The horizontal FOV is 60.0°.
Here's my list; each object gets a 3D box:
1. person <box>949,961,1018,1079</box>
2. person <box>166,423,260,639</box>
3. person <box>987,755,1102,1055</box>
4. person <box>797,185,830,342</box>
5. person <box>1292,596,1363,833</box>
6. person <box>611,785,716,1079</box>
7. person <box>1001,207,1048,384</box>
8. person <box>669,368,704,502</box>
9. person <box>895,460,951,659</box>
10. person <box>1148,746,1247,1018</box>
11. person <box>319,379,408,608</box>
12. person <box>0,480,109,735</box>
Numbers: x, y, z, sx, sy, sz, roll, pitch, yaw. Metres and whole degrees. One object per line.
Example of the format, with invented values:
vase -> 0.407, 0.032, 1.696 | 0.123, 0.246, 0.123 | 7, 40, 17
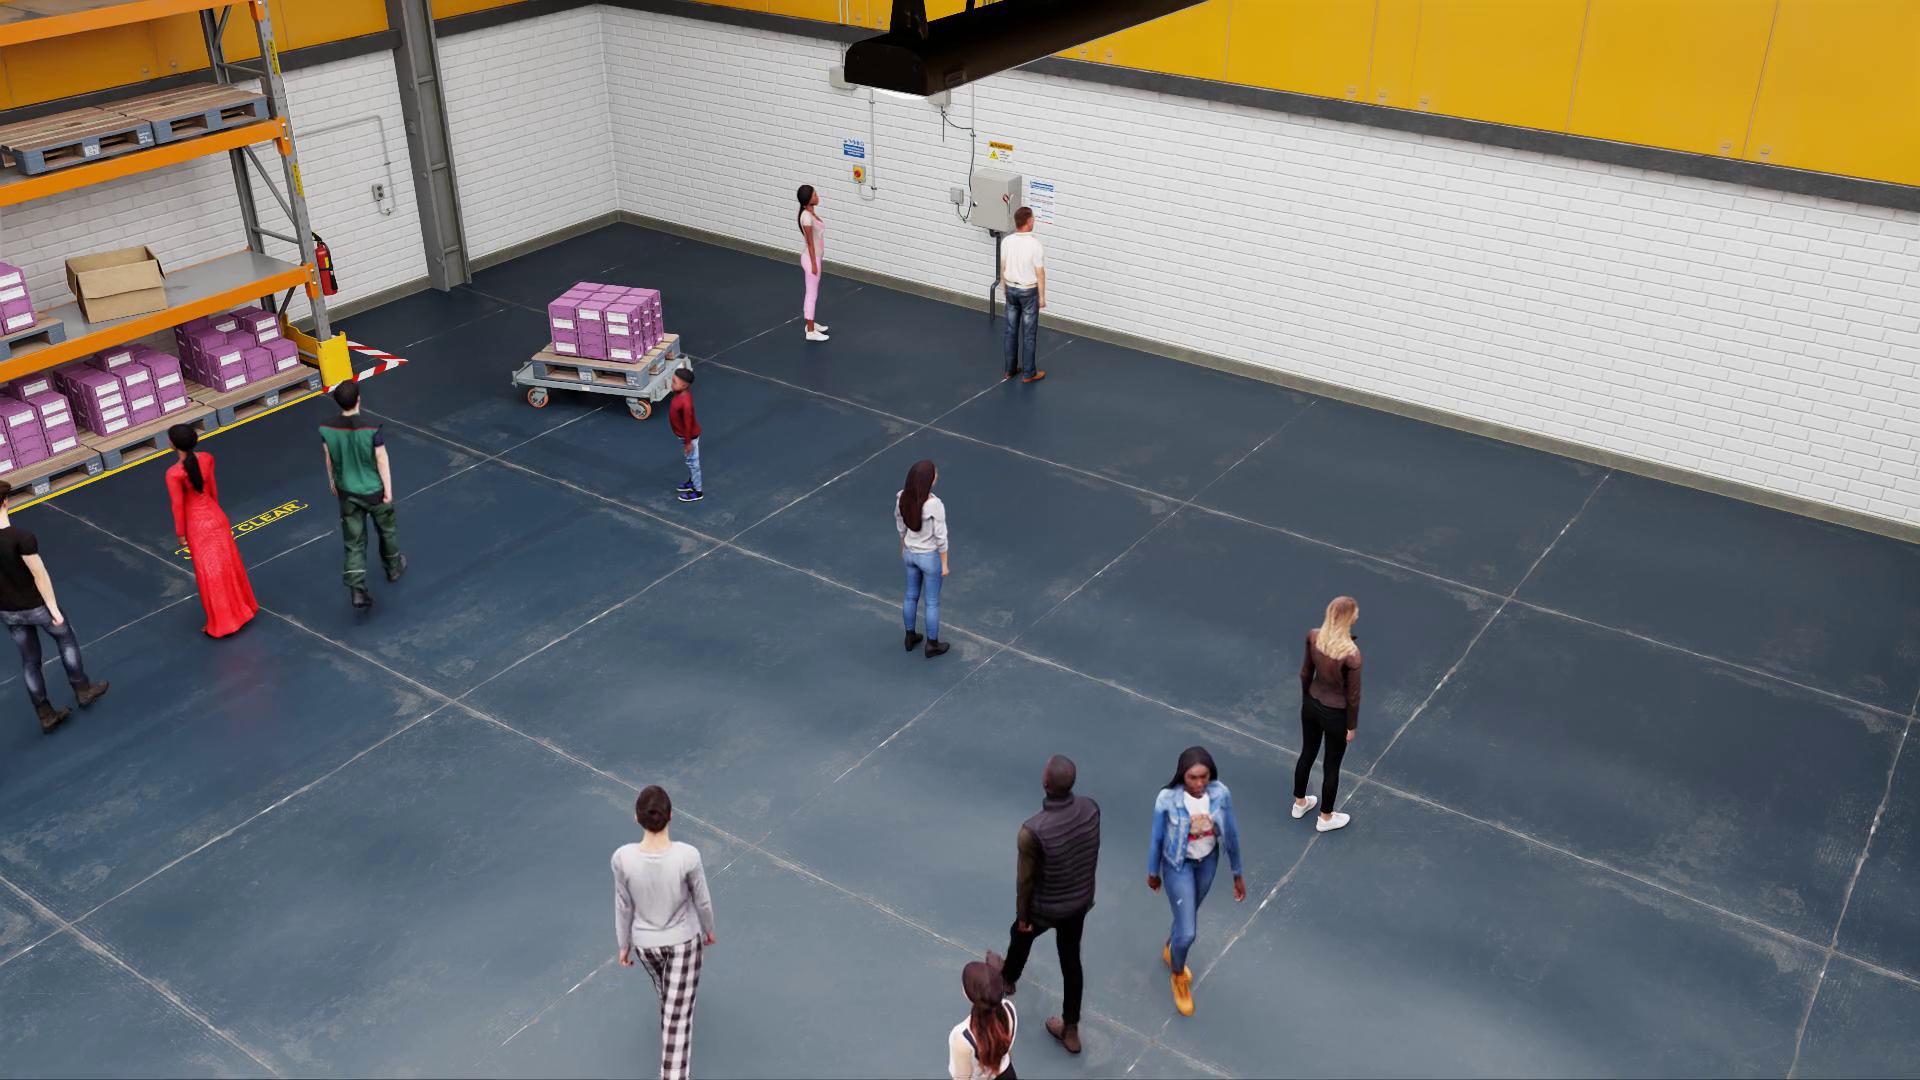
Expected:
person -> 0.125, 2.686, 7.967 | 0.618, 1.646, 0.488 | 22, 36, 35
person -> -5.845, -0.077, 12.887 | 0.771, 1.786, 0.644 | 9, 30, 16
person -> 0.580, 2.017, 9.033 | 1.112, 1.800, 1.037 | -17, 33, -28
person -> -1.650, -3.093, 18.463 | 0.714, 1.741, 0.637 | -2, 29, -4
person -> 2.379, 1.117, 10.784 | 0.610, 1.703, 0.656 | -20, 34, -32
person -> -1.552, 2.167, 8.762 | 1.077, 1.796, 1.266 | 0, 29, 1
person -> 0.636, -2.563, 17.377 | 0.658, 1.850, 0.545 | 18, 33, 30
person -> -2.462, -0.981, 15.099 | 0.632, 1.255, 0.579 | -7, 29, -12
person -> -0.285, 0.136, 12.655 | 0.599, 1.633, 0.502 | 19, 34, 31
person -> 1.262, 1.828, 9.490 | 0.843, 1.694, 0.887 | -12, 31, -21
person -> -4.805, -0.339, 13.284 | 1.144, 1.865, 1.298 | -1, 29, -2
person -> -6.616, 0.529, 11.686 | 0.936, 1.871, 1.024 | 2, 29, 4
